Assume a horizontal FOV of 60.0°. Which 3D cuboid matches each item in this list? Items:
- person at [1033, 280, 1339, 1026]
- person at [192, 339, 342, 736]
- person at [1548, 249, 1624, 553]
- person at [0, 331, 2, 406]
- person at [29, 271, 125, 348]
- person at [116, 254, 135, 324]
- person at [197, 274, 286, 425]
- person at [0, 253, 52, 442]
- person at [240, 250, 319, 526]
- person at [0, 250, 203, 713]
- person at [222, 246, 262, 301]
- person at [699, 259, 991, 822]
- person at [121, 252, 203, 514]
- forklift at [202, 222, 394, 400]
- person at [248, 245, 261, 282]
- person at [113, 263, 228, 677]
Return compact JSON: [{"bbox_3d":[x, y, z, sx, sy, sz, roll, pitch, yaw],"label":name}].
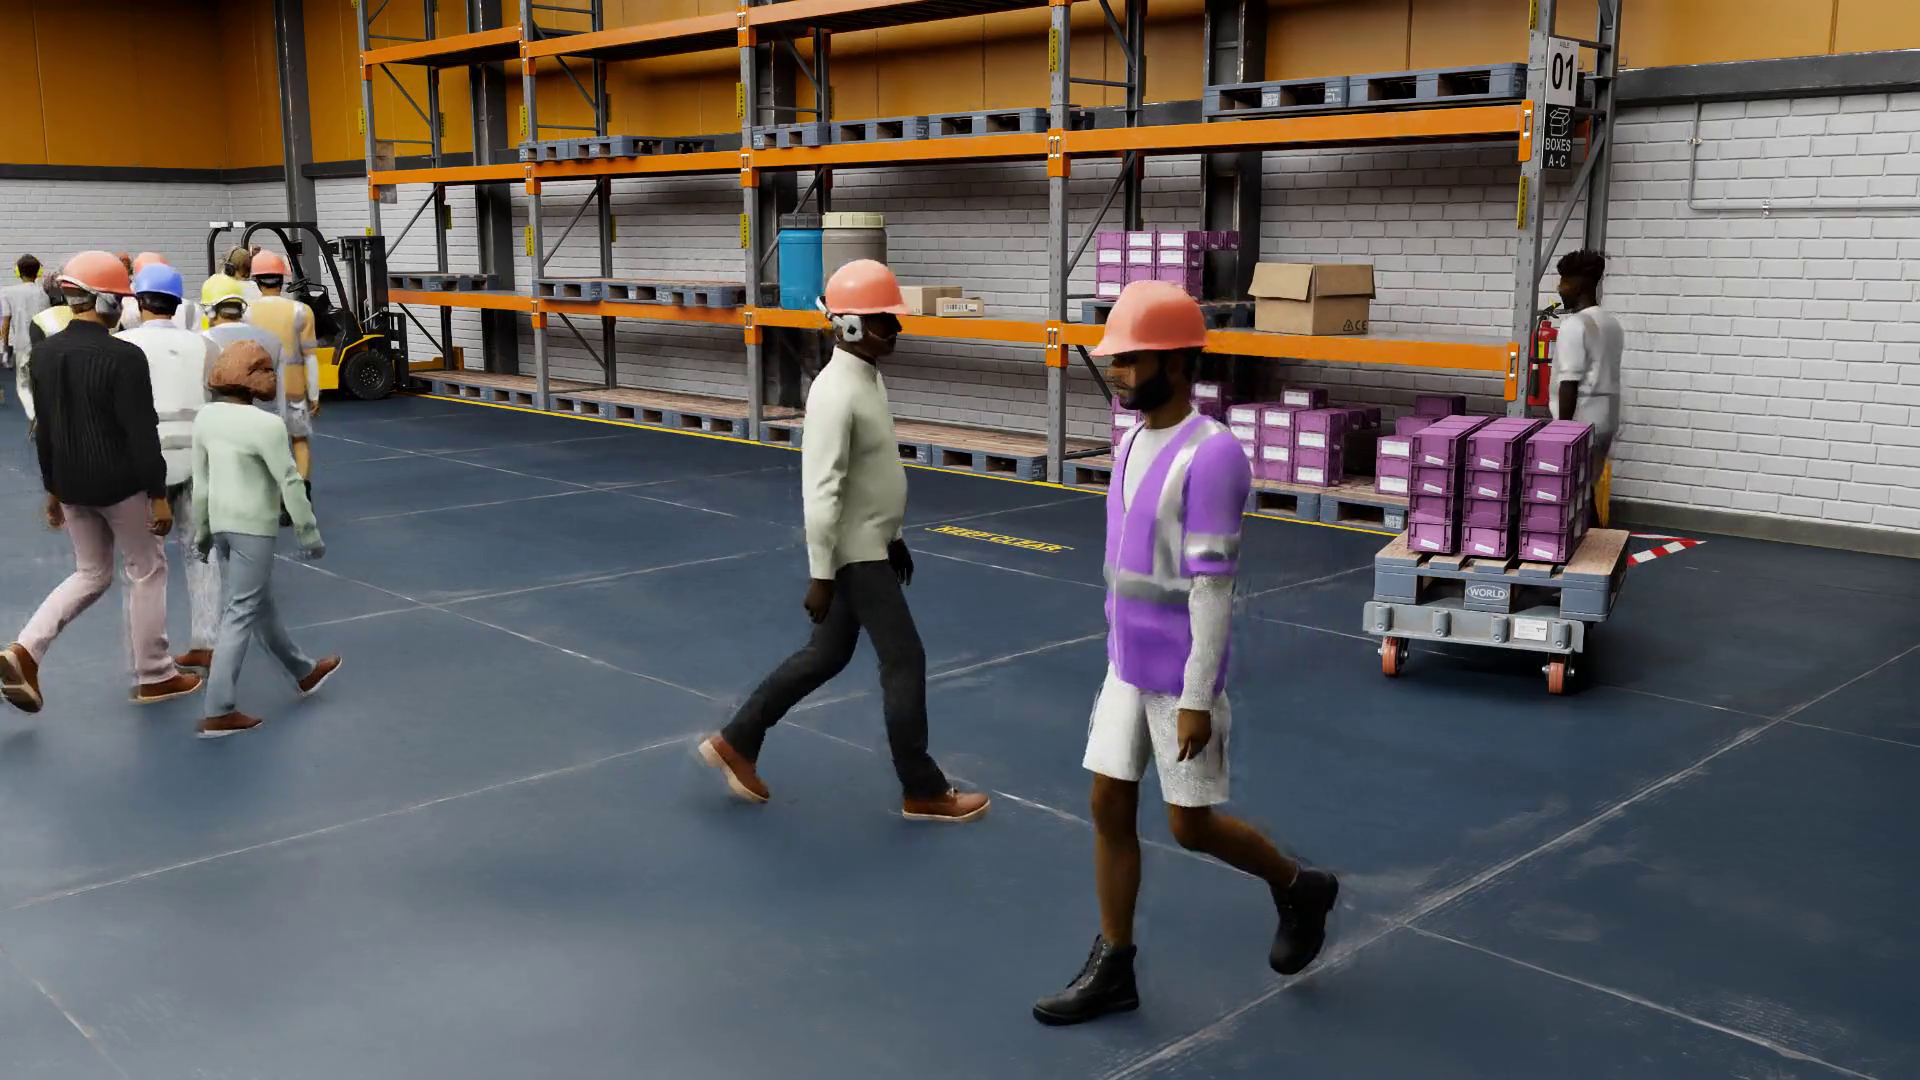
[{"bbox_3d":[0.603,0.297,4.267,0.786,1.920,0.544,-5,11,-24],"label":"person"},{"bbox_3d":[-2.885,-0.031,6.934,0.509,1.593,0.818,7,12,32],"label":"person"},{"bbox_3d":[3.408,-0.621,9.203,0.426,1.935,0.637,10,14,43],"label":"person"},{"bbox_3d":[-11.547,-2.539,19.446,0.621,2.024,0.594,7,13,35],"label":"person"},{"bbox_3d":[-6.112,-0.975,11.595,0.648,1.776,0.999,-9,14,-42],"label":"person"},{"bbox_3d":[-8.916,-2.146,17.880,0.575,1.824,1.036,-7,12,-33],"label":"person"},{"bbox_3d":[-4.116,-0.614,9.528,0.603,1.806,0.595,9,14,41],"label":"person"},{"bbox_3d":[-8.930,-1.823,16.025,0.537,1.843,0.526,-8,13,-36],"label":"person"},{"bbox_3d":[-4.733,-1.038,11.519,0.549,1.921,0.424,-5,11,-25],"label":"person"},{"bbox_3d":[-3.638,-0.223,6.974,0.641,1.962,0.782,4,11,22],"label":"person"},{"bbox_3d":[-5.476,-1.274,12.772,0.372,1.940,0.631,4,11,20],"label":"person"},{"bbox_3d":[-0.431,0.016,5.727,0.992,1.956,0.603,0,10,2],"label":"person"},{"bbox_3d":[-5.837,-1.137,12.163,0.538,1.893,0.840,-9,14,-42],"label":"person"},{"bbox_3d":[-8.169,-2.758,20.163,2.313,2.155,1.214,-10,14,-44],"label":"forklift"},{"bbox_3d":[-8.941,-2.782,21.110,0.404,1.900,0.641,-5,12,-26],"label":"person"},{"bbox_3d":[-3.694,-0.330,7.764,0.805,1.883,0.622,9,14,42],"label":"person"}]
